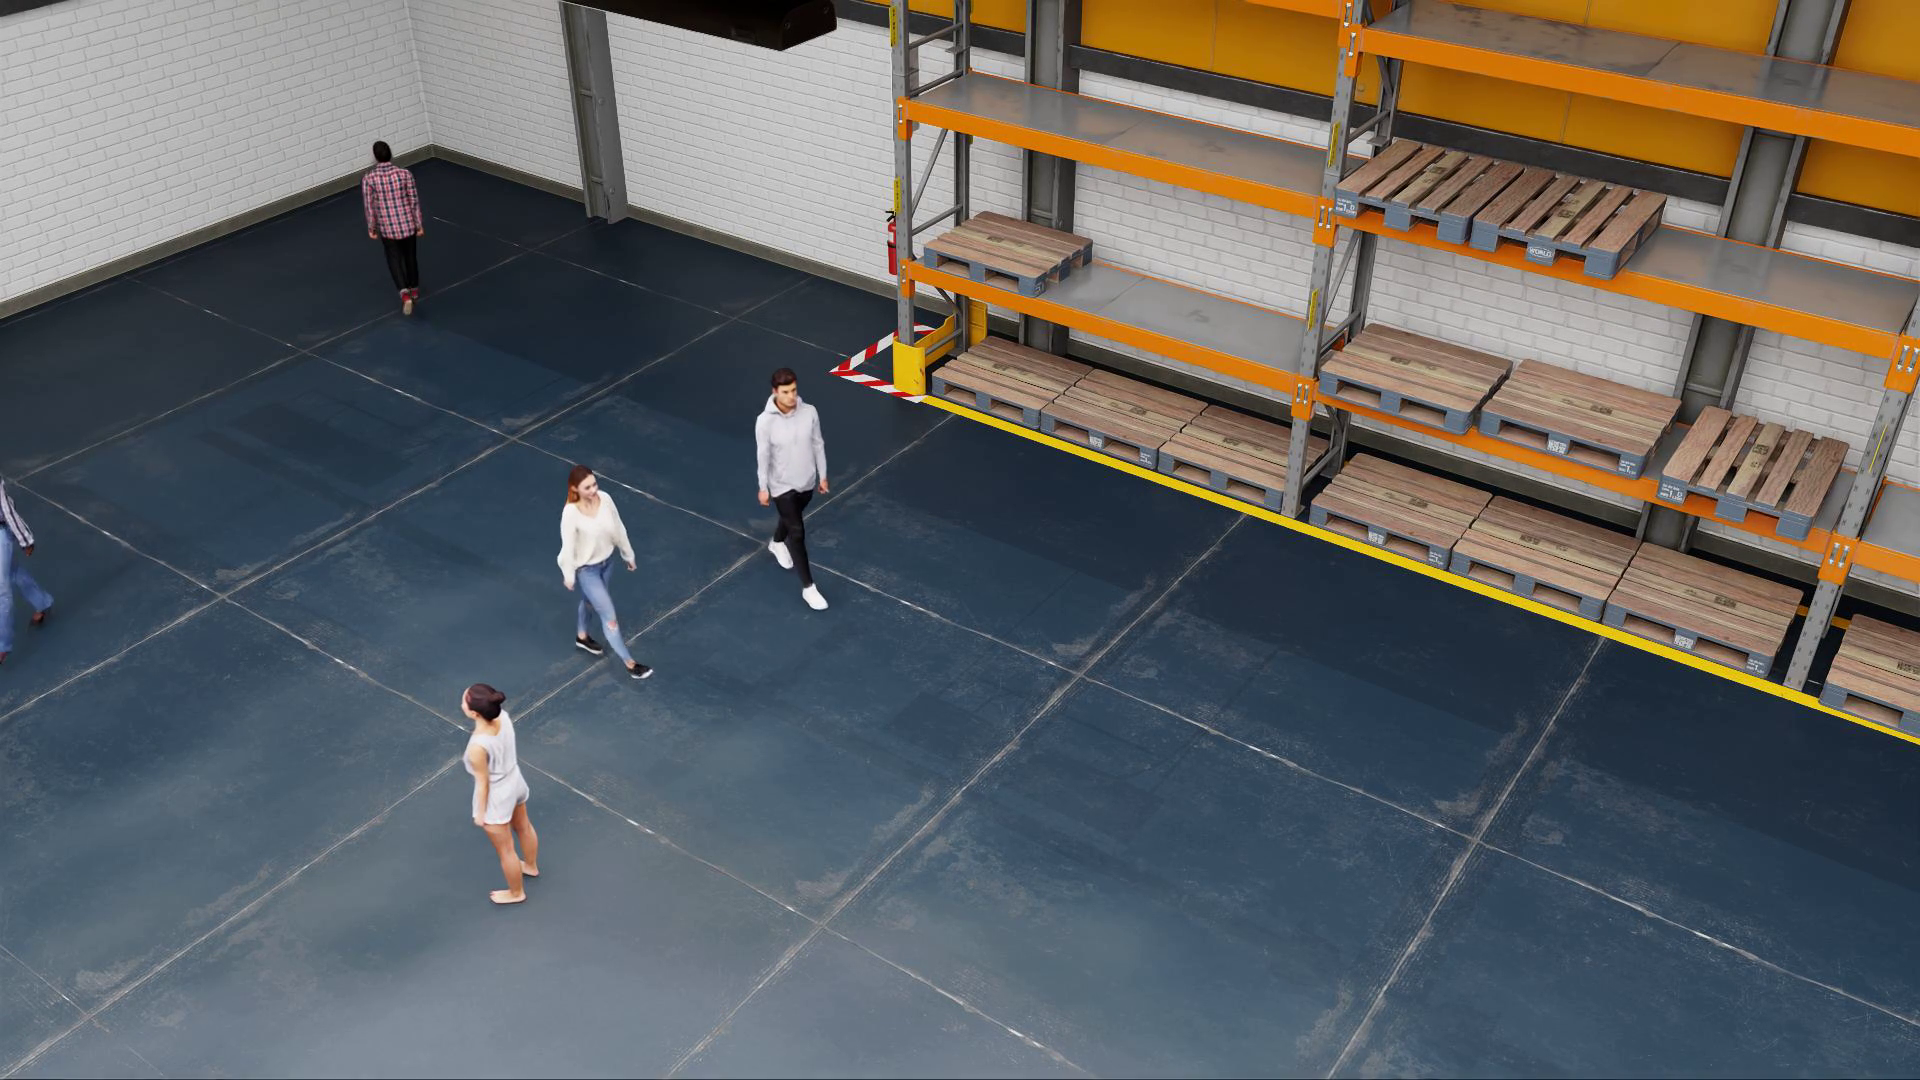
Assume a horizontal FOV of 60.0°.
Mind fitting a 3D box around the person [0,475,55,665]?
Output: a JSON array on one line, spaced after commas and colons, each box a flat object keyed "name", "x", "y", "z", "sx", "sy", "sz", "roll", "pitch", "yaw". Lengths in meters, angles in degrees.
[{"name": "person", "x": -6.991, "y": -0.041, "z": 12.128, "sx": 1.155, "sy": 1.753, "sz": 1.038, "roll": 5, "pitch": 34, "yaw": 8}]

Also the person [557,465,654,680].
[{"name": "person", "x": -2.671, "y": 0.187, "z": 11.882, "sx": 1.061, "sy": 1.646, "sz": 0.638, "roll": 22, "pitch": 40, "yaw": 30}]

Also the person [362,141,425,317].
[{"name": "person", "x": -5.685, "y": -3.144, "z": 16.801, "sx": 1.029, "sy": 1.748, "sz": 1.192, "roll": -15, "pitch": 36, "yaw": -21}]

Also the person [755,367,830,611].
[{"name": "person", "x": -1.322, "y": -0.479, "z": 12.669, "sx": 0.978, "sy": 1.885, "sz": 1.299, "roll": -21, "pitch": 39, "yaw": -28}]

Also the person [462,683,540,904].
[{"name": "person", "x": -2.751, "y": 1.499, "z": 9.945, "sx": 0.667, "sy": 1.605, "sz": 0.646, "roll": 7, "pitch": 34, "yaw": 10}]
